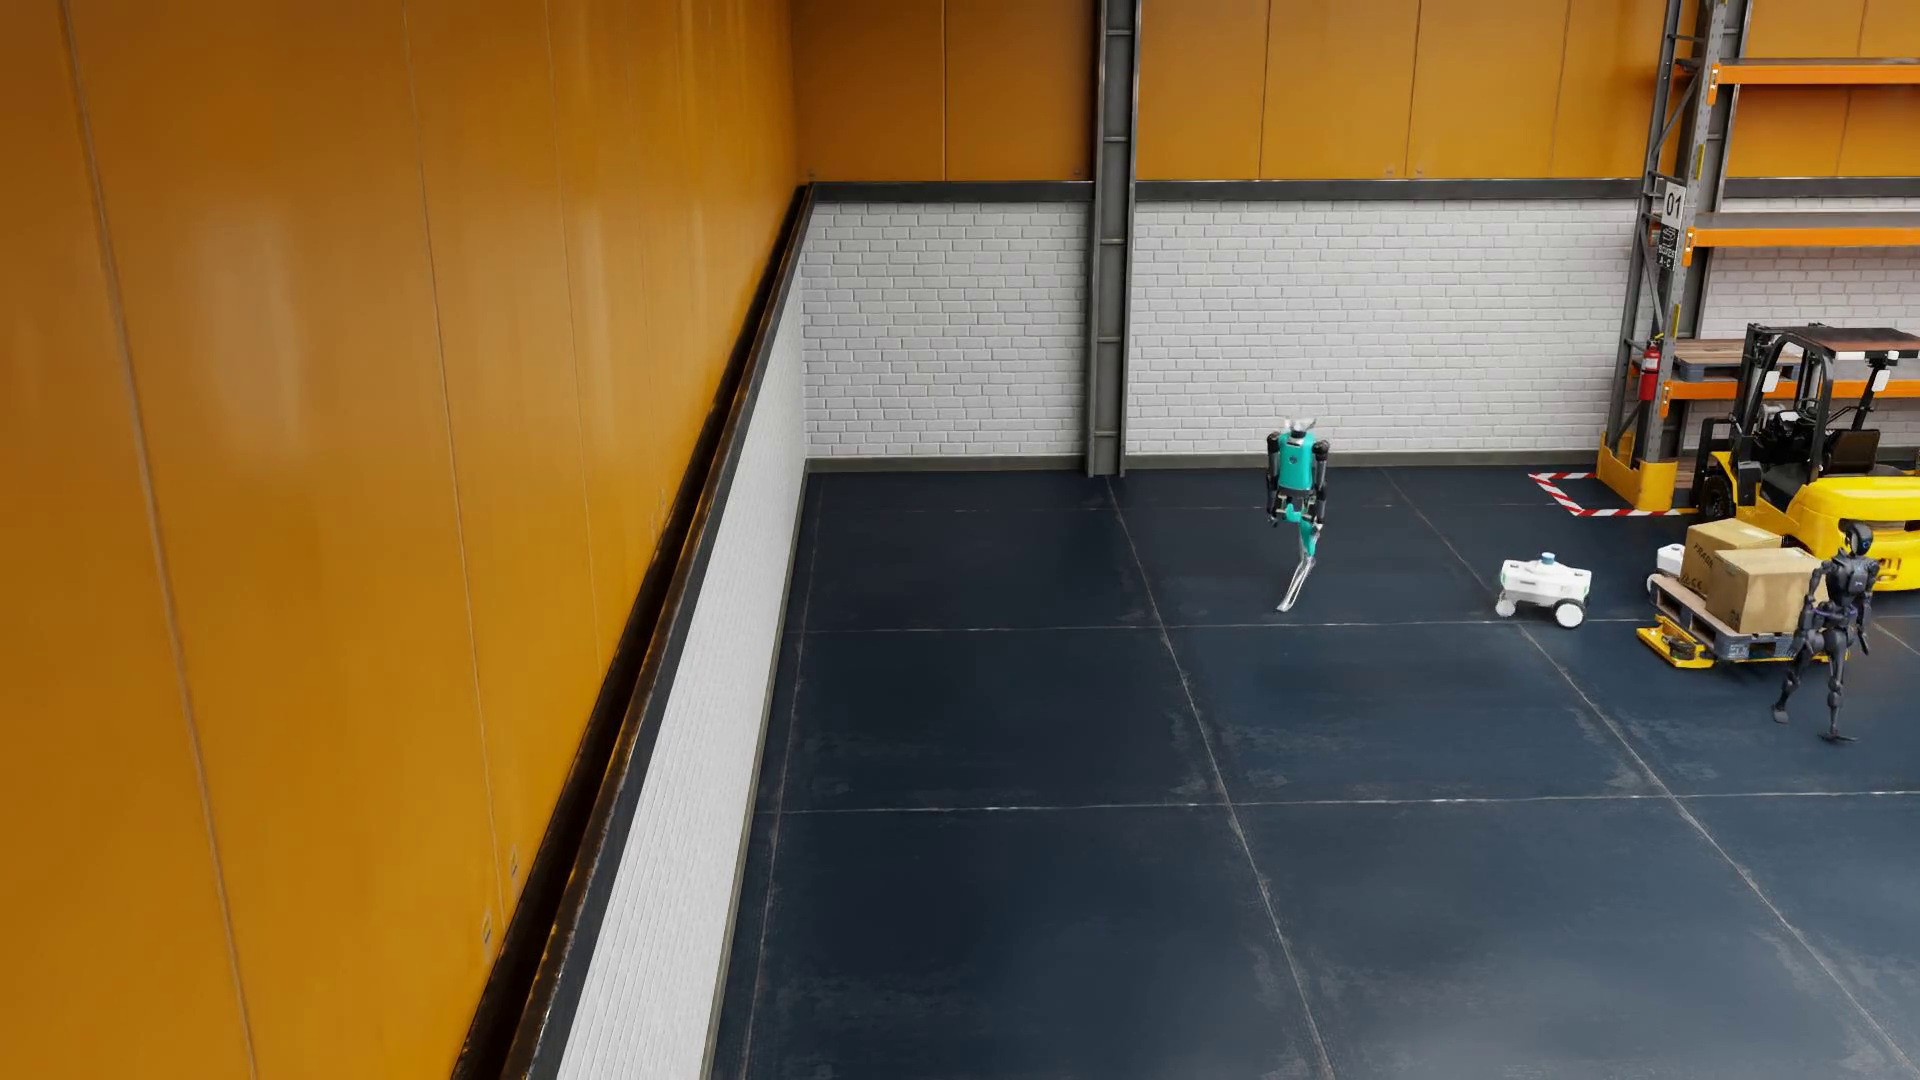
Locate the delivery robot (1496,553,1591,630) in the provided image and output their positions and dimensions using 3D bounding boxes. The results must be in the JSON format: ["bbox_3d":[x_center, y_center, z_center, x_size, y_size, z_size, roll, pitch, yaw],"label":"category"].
[{"bbox_3d":[4.947,0.409,14.037,0.802,0.600,0.499,8,22,21],"label":"delivery robot"}]

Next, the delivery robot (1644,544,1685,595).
[{"bbox_3d":[6.365,0.302,14.344,0.499,0.611,0.815,-14,24,-32],"label":"delivery robot"}]

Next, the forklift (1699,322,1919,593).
[{"bbox_3d":[7.809,-0.792,14.926,1.214,2.155,2.313,-1,20,-2],"label":"forklift"}]

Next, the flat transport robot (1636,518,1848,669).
[{"bbox_3d":[6.292,0.797,13.391,1.431,0.231,0.659,-2,20,-6],"label":"flat transport robot"}]

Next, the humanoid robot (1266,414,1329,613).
[{"bbox_3d":[2.972,-0.292,14.309,0.530,1.766,0.998,12,24,30],"label":"humanoid robot"}]

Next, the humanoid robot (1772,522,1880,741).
[{"bbox_3d":[6.201,0.631,11.842,0.600,1.623,0.737,-4,21,-12],"label":"humanoid robot"}]
